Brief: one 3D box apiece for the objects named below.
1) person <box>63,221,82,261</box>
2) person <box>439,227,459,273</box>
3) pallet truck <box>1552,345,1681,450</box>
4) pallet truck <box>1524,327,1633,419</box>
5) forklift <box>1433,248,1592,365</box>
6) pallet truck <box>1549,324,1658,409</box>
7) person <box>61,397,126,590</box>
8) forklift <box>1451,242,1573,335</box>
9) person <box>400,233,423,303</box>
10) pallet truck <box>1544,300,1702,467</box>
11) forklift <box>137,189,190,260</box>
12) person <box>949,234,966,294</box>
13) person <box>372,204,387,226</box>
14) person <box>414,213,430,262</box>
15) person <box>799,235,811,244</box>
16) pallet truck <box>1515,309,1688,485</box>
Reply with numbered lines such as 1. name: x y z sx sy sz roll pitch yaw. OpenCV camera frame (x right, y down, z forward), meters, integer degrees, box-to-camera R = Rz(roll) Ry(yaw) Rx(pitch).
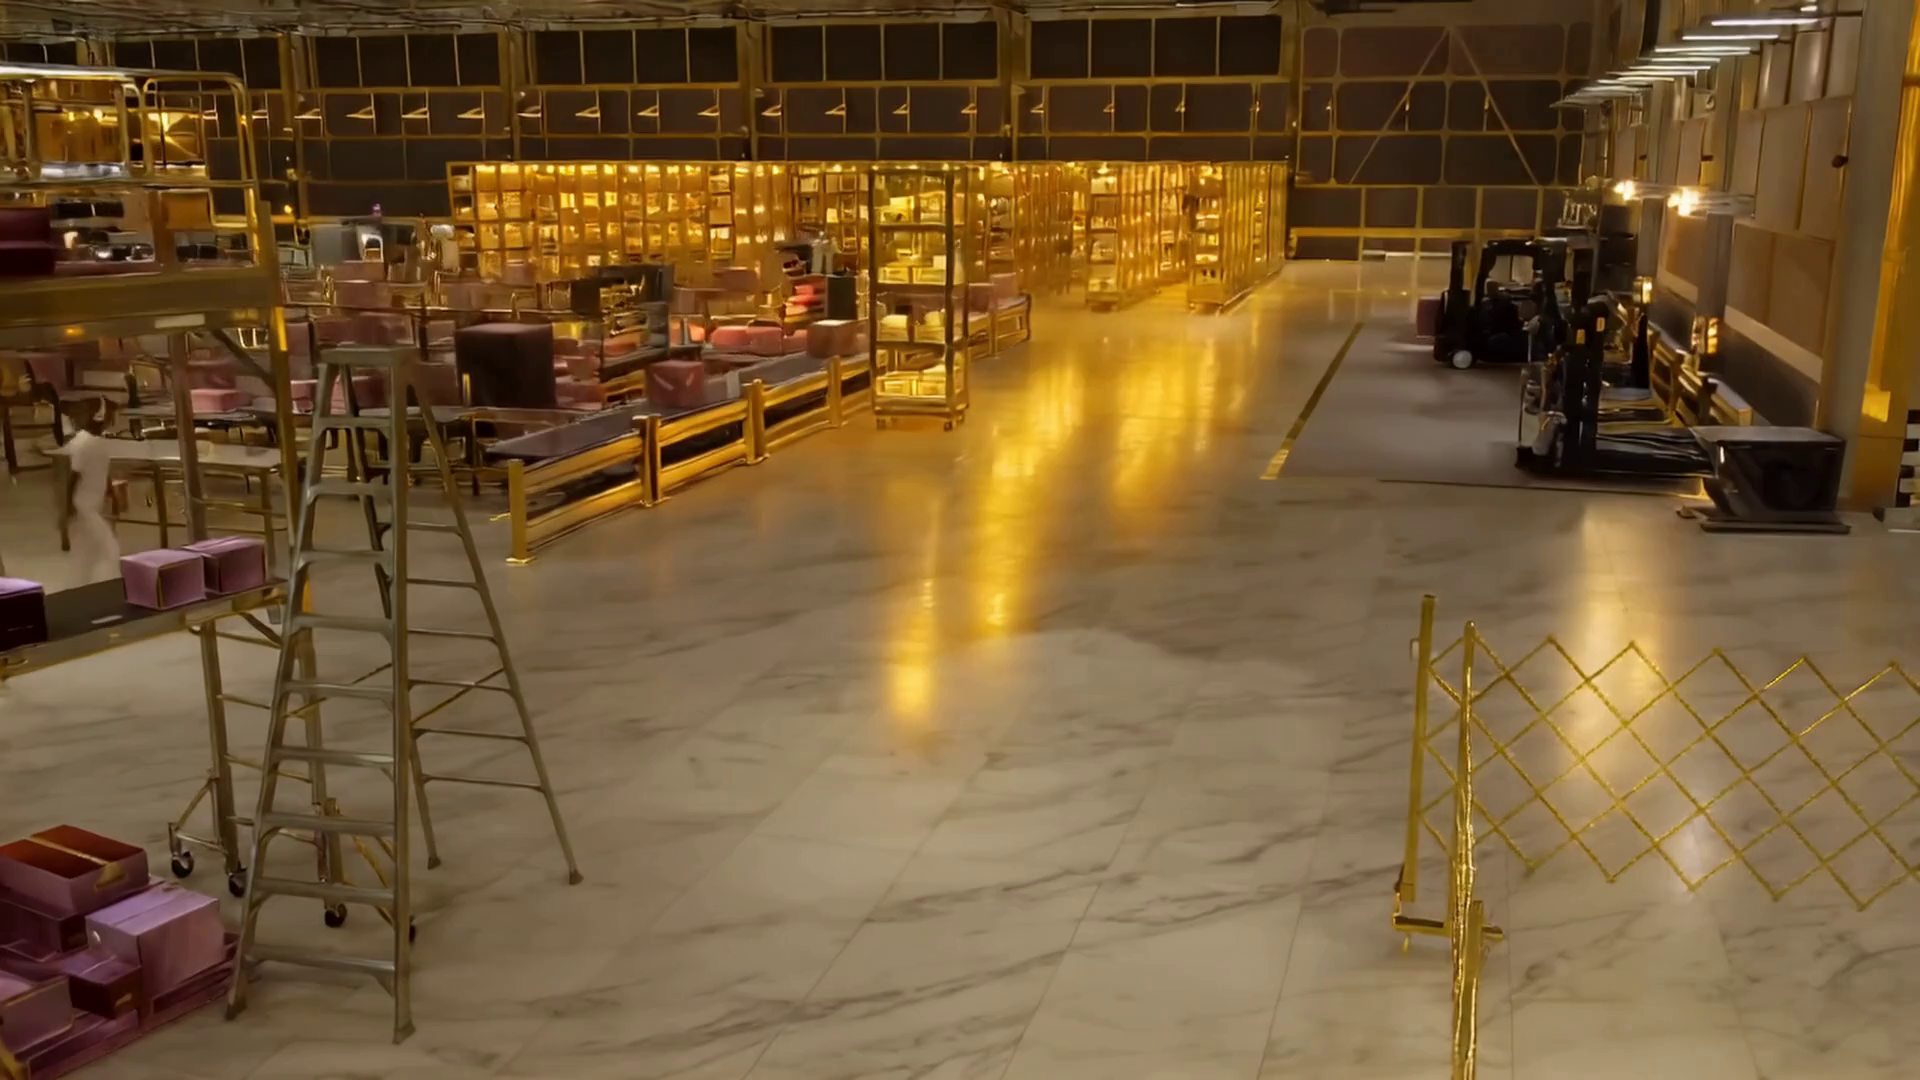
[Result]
1. person: -25.490 -8.214 47.849 0.602 1.923 0.558 3 13 12
2. person: -13.691 -7.421 44.515 0.867 1.876 0.650 8 15 31
3. pallet truck: 8.641 -1.896 21.908 1.630 1.274 0.653 4 14 16
4. pallet truck: 9.065 -2.460 24.370 1.522 1.261 0.704 3 13 14
5. forklift: 9.780 -4.111 29.280 2.680 1.987 1.157 3 13 14
6. pallet truck: 9.824 -2.669 25.407 1.601 1.201 0.680 4 14 16
7. person: -7.124 -0.262 13.726 0.820 1.817 0.537 -3 13 -12
8. forklift: 10.464 -4.597 31.405 2.680 1.987 1.157 4 14 16
9. person: -14.144 -7.051 43.103 0.764 1.788 0.660 2 13 10
10. pallet truck: 8.263 -1.952 20.631 1.885 1.965 0.823 5 14 20
11. forklift: -27.310 -10.679 56.399 1.129 2.768 1.873 4 14 16
12. person: -0.085 -6.213 39.165 1.019 1.941 0.638 5 14 22
13. person: -22.229 -11.902 63.743 0.548 1.937 0.379 -9 16 -33
14. person: -19.140 -10.746 59.199 0.485 1.735 0.346 -8 15 -31
15. person: -4.046 -6.848 42.220 0.867 1.800 0.595 4 14 19
16. pallet truck: 7.554 -1.677 19.446 1.885 1.965 0.823 3 13 14
